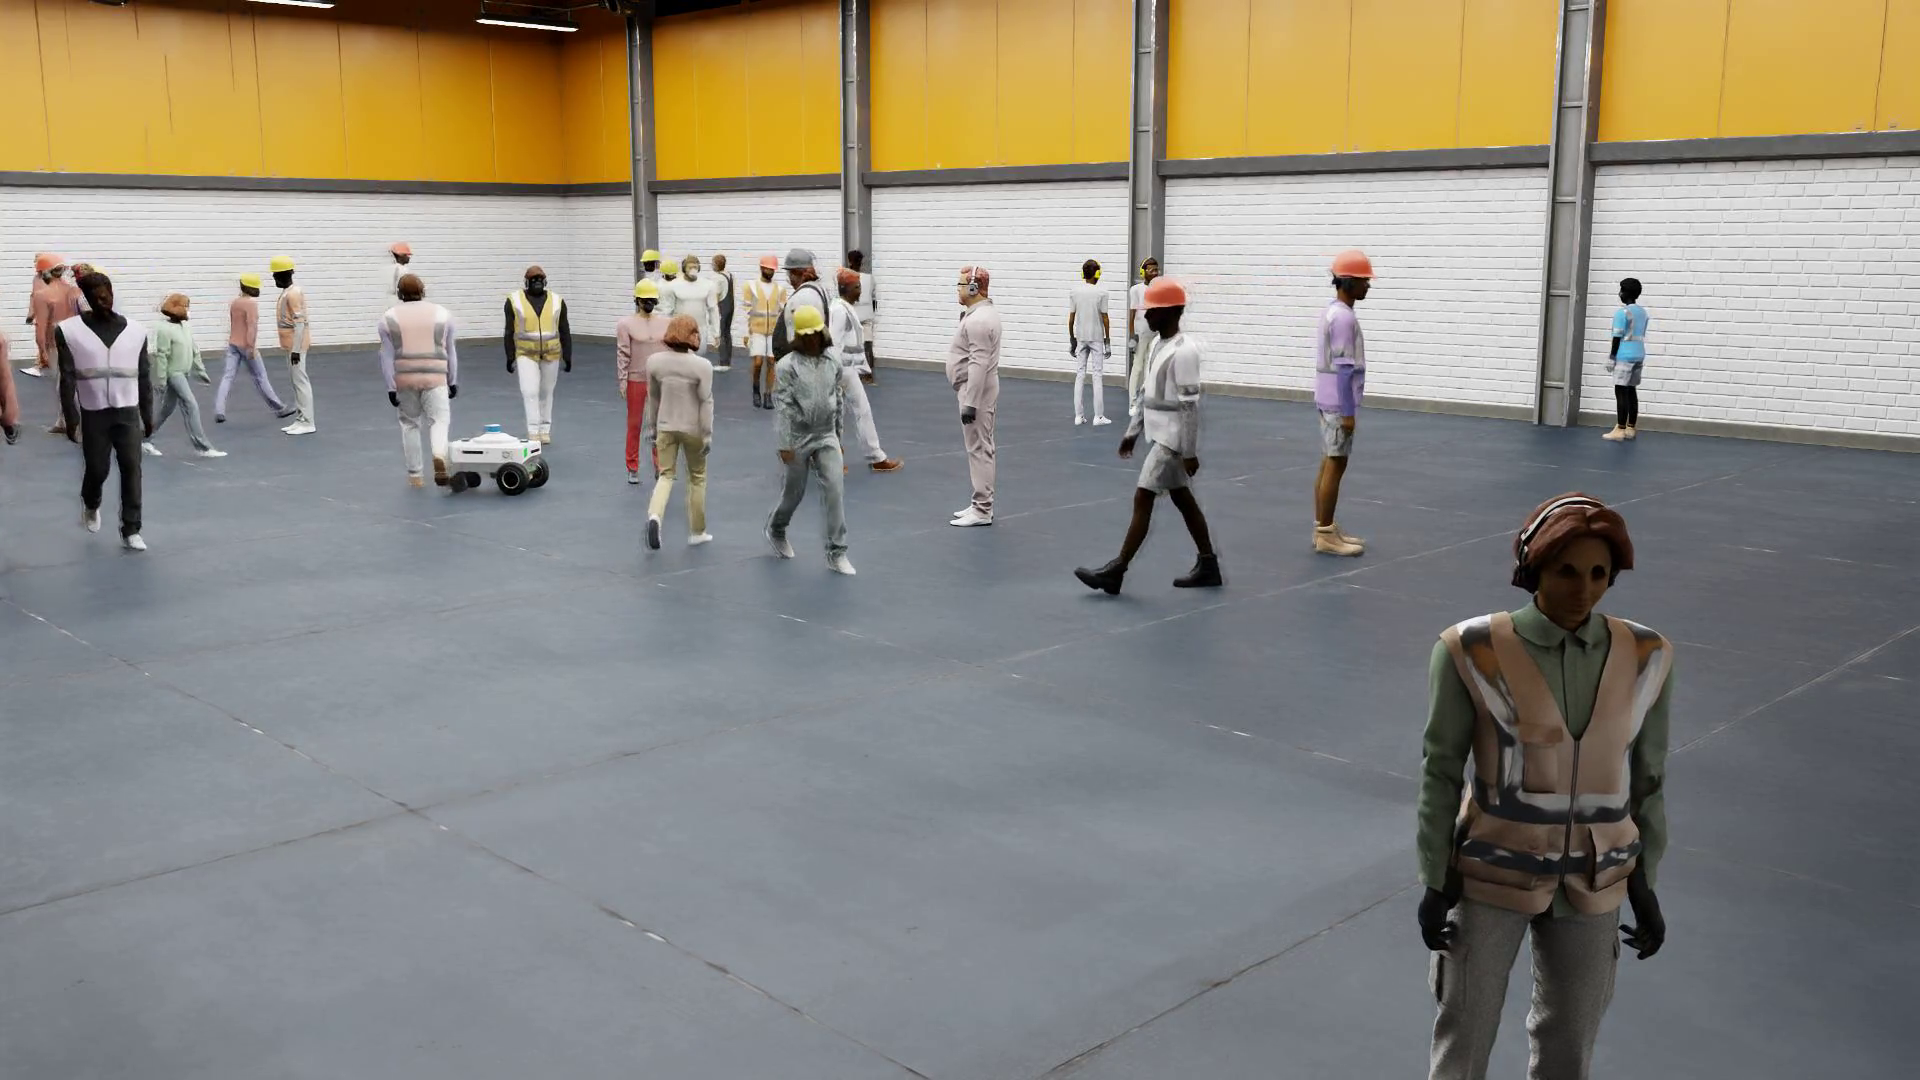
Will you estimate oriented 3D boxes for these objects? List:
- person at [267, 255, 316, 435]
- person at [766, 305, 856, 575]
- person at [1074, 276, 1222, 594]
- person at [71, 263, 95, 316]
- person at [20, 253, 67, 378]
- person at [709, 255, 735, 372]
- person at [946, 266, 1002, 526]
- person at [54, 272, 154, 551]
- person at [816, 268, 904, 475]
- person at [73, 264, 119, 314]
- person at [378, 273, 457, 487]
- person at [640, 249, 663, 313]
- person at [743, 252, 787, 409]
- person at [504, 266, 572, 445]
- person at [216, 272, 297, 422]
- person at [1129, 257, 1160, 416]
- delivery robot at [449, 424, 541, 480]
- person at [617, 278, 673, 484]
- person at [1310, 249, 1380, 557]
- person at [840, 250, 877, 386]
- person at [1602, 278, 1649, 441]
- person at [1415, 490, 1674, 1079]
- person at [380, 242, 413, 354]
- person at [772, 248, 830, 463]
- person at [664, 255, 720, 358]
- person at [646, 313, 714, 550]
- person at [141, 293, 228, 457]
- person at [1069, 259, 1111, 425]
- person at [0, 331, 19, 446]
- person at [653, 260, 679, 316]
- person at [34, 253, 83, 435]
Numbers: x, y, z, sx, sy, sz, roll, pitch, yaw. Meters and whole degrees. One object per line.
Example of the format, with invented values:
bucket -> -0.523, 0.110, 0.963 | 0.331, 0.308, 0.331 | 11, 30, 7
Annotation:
person -> -7.179, -2.092, 17.872 | 0.383, 1.923, 0.590 | -5, 12, -26
person -> -0.989, -0.655, 10.658 | 0.493, 1.710, 0.817 | -7, 12, -32
person -> 1.170, -0.614, 9.918 | 0.958, 1.889, 0.557 | -1, 10, -6
person -> -9.151, -2.009, 17.639 | 0.381, 1.841, 0.566 | -1, 10, -8
person -> -13.777, -3.380, 25.081 | 0.642, 1.853, 1.007 | 7, 12, 33
person -> -3.716, -3.540, 26.060 | 0.389, 1.822, 0.561 | 4, 11, 22
person -> 0.099, -1.055, 12.265 | 0.409, 1.909, 0.639 | 1, 10, 6
person -> -5.826, -0.883, 11.358 | 0.601, 1.893, 0.667 | -9, 14, -41
person -> -0.911, -1.483, 14.769 | 0.840, 1.839, 0.562 | -2, 11, -11
person -> -9.723, -2.204, 18.786 | 0.437, 1.811, 0.594 | 0, 10, 0
person -> -4.510, -1.313, 13.902 | 0.621, 1.825, 0.714 | -4, 11, -20
person -> -4.944, -3.815, 27.295 | 0.684, 1.904, 0.597 | -5, 12, -27
person -> -2.375, -2.560, 20.416 | 0.553, 1.922, 0.394 | -4, 11, -22
person -> -4.220, -1.835, 16.762 | 0.654, 1.811, 0.848 | -5, 11, -24
person -> -8.184, -2.210, 19.122 | 0.590, 1.702, 0.921 | 7, 13, 35
person -> 2.218, -2.387, 19.637 | 0.514, 1.867, 0.332 | -7, 12, -33
delivery robot -> -3.875, -0.720, 13.869 | 0.707, 0.478, 0.477 | 2, 10, 9
person -> -2.686, -1.367, 14.354 | 0.533, 1.765, 0.330 | -6, 12, -30
person -> 2.576, -0.914, 11.127 | 0.394, 2.039, 0.614 | 1, 10, 5
person -> -1.483, -3.171, 23.773 | 0.612, 1.909, 1.007 | -5, 11, -24
person -> 6.961, -1.881, 17.354 | 0.538, 1.693, 0.318 | -9, 14, -40
person -> 1.167, 0.711, 3.363 | 0.513, 1.640, 0.311 | -1, 10, -3
person -> -8.826, -3.669, 26.185 | 0.558, 2.025, 0.636 | -6, 12, -32
person -> -1.472, -1.697, 15.397 | 0.537, 2.000, 0.692 | 2, 11, 9
person -> -3.199, -2.473, 20.036 | 0.647, 1.886, 1.000 | -5, 11, -24
person -> -1.915, -0.726, 11.278 | 0.508, 1.610, 0.660 | 2, 11, 13
person -> -7.571, -1.577, 16.014 | 0.905, 1.588, 0.490 | 0, 10, 0
person -> 1.472, -2.223, 18.750 | 0.512, 1.865, 0.329 | 5, 12, 27
person -> -6.657, -0.795, 10.976 | 0.956, 1.859, 0.656 | 6, 12, 30
person -> -4.132, -3.054, 23.506 | 0.408, 1.788, 0.702 | -2, 11, -9
person -> -9.411, -2.046, 17.558 | 0.901, 1.959, 0.621 | 3, 11, 18
